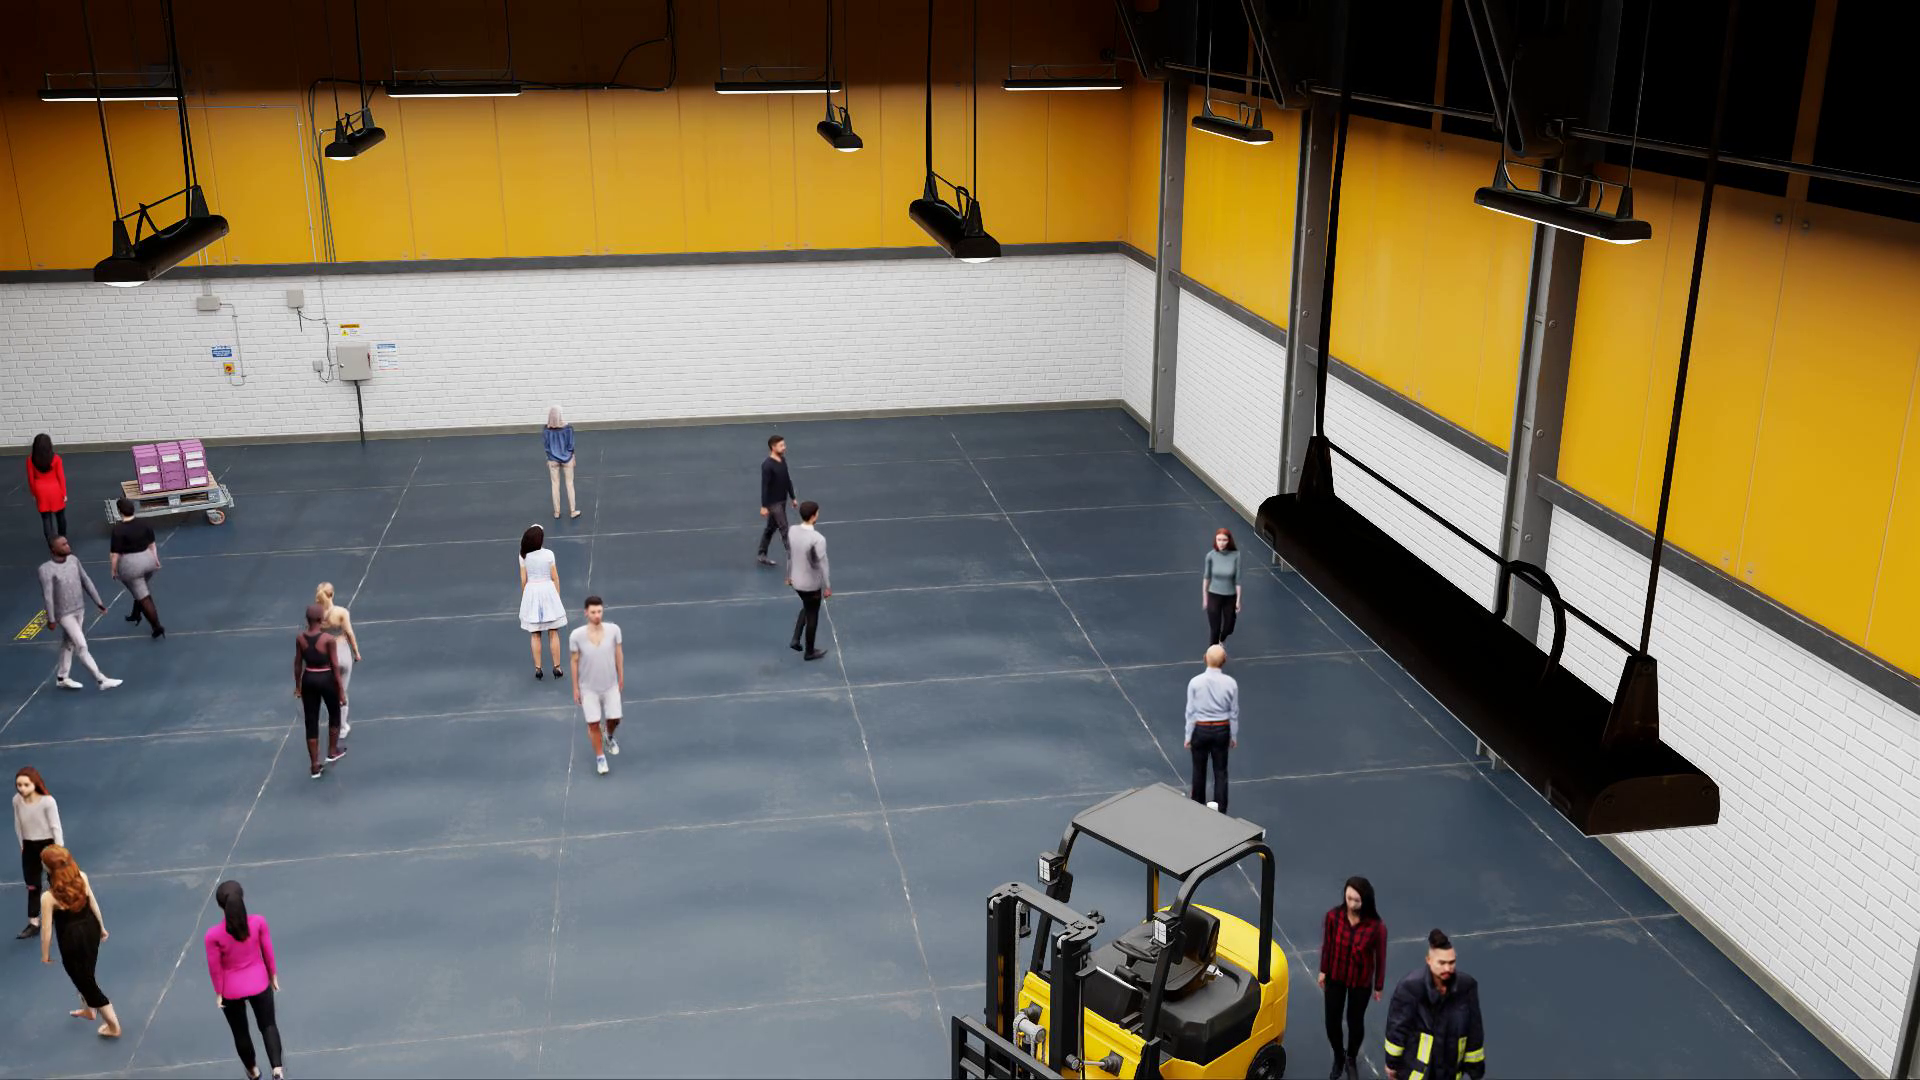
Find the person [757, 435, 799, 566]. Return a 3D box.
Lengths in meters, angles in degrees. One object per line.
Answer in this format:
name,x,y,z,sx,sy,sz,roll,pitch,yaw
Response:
person,-2.526,-0.485,22.158,1.145,1.823,1.204,8,20,23

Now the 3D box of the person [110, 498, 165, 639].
person,-9.708,0.374,19.770,1.094,1.720,1.091,9,21,26

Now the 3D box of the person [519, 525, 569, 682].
person,-4.688,0.702,18.643,0.696,1.818,0.718,-2,19,-6

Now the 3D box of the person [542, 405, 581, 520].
person,-5.847,-1.154,24.344,0.638,1.697,0.602,-1,19,-2

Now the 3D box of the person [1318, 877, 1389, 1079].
person,2.778,3.086,11.831,0.690,1.647,0.709,7,20,20

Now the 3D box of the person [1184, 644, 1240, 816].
person,2.326,1.812,15.362,0.742,1.809,0.865,1,19,2

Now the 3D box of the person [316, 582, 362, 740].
person,-6.466,1.264,17.174,0.592,1.690,0.612,-2,19,-5

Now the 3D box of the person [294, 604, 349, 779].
person,-6.326,1.506,16.378,0.857,1.740,0.957,0,19,-1

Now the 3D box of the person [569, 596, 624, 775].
person,-3.618,1.393,16.559,0.752,1.839,0.837,-7,20,-19

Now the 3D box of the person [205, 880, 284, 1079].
person,-4.944,3.165,11.542,0.813,1.682,1.027,-12,22,-32

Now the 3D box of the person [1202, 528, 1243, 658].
person,2.971,0.673,18.863,0.743,1.732,0.903,2,19,7

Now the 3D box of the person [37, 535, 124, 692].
person,-9.902,0.812,18.340,0.952,1.803,1.104,2,19,6

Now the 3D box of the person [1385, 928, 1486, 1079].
person,3.046,3.336,10.826,0.801,1.816,1.105,-2,19,-7

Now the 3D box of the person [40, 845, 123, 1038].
person,-6.408,2.982,12.211,0.842,1.601,0.838,7,20,19

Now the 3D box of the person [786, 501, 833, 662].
person,-1.825,0.497,19.103,0.881,1.913,0.964,15,24,38

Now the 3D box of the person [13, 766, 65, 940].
person,-7.580,2.519,13.796,0.655,1.467,0.849,0,19,1

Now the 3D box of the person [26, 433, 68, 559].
person,-12.371,-0.566,22.567,0.807,1.717,1.124,-9,21,-26
